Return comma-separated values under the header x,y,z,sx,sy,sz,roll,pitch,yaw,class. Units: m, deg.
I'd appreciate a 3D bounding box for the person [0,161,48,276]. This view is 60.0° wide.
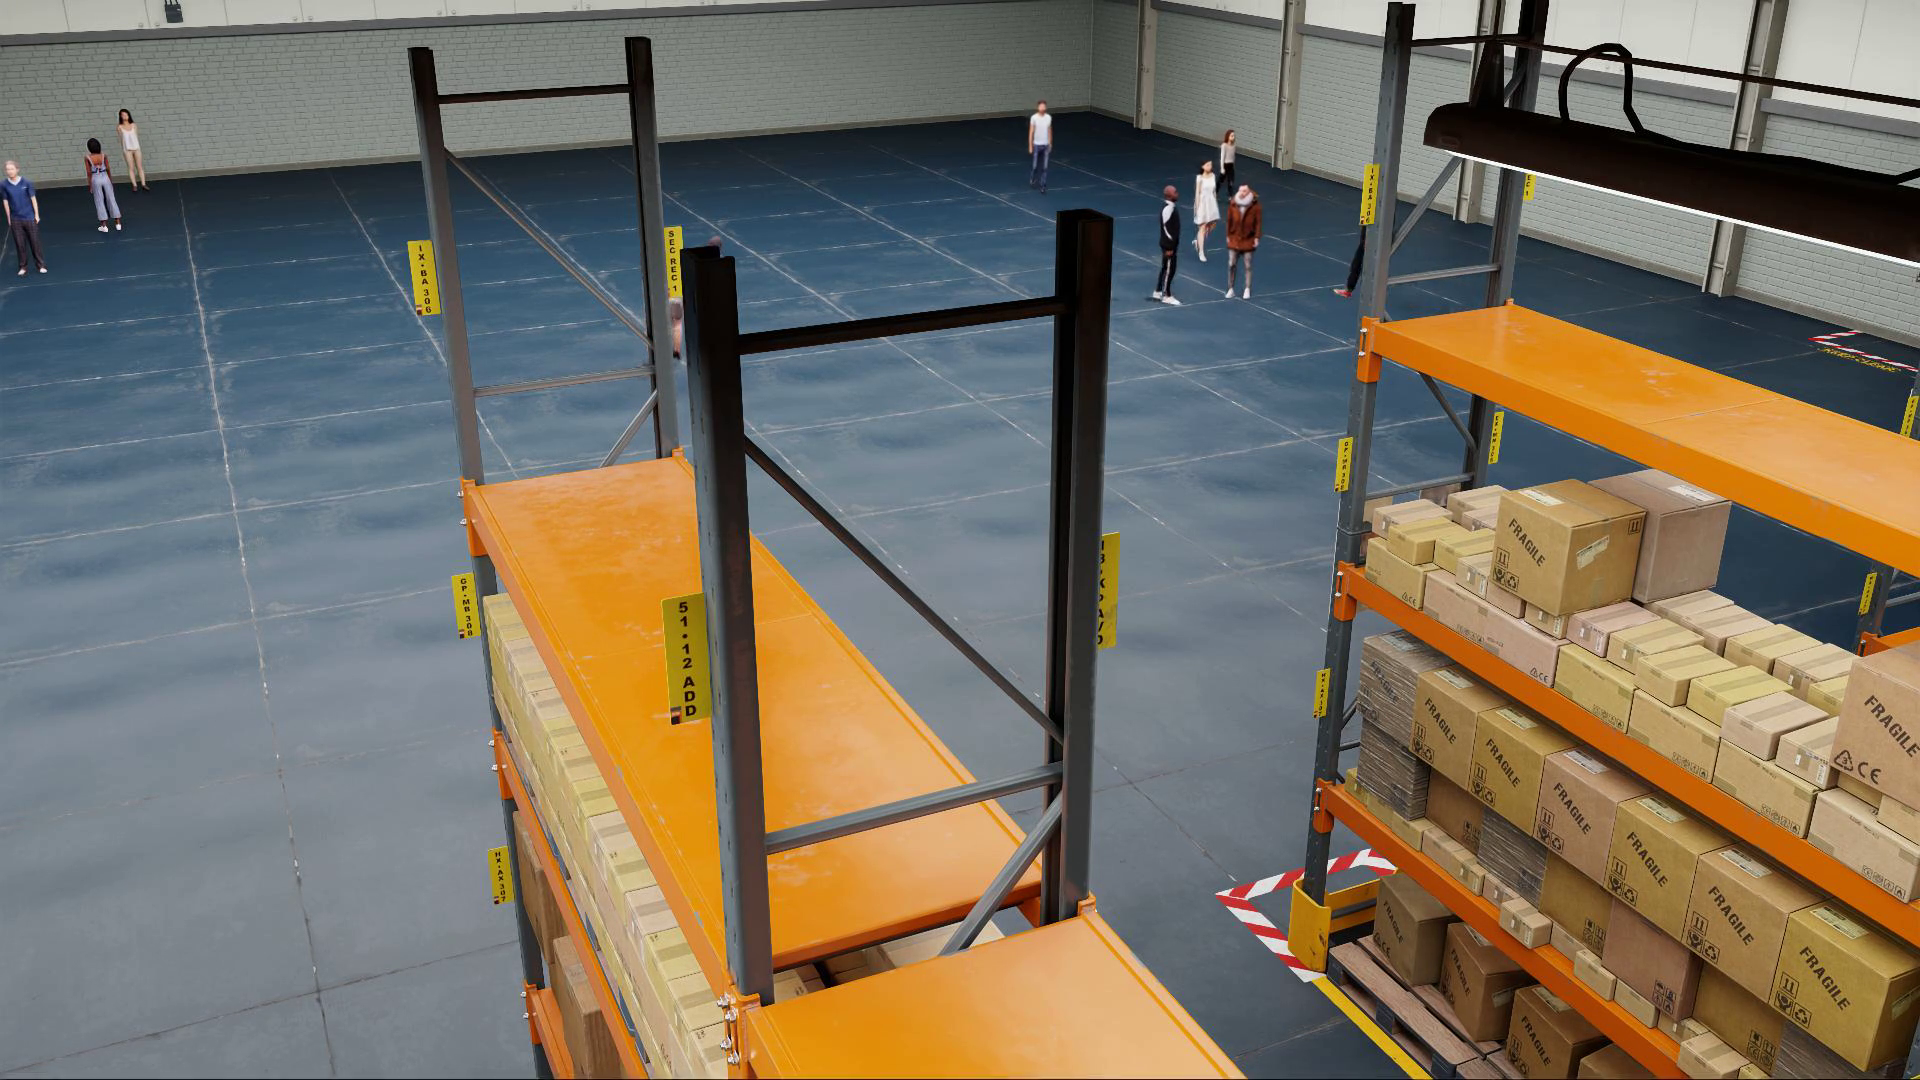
x,y,z,sx,sy,sz,roll,pitch,yaw,class
-15.573,-5.359,27.619,0.659,1.871,0.534,-10,25,-21,person

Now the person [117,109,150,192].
x,y,z,sx,sy,sz,roll,pitch,yaw,class
-17.016,-8.020,34.154,0.598,1.652,0.651,-16,28,-32,person

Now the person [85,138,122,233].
x,y,z,sx,sy,sz,roll,pitch,yaw,class
-15.820,-6.549,30.641,0.639,1.696,0.631,-21,31,-40,person

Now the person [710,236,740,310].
x,y,z,sx,sy,sz,roll,pitch,yaw,class
-3.333,-3.226,22.705,0.847,1.790,0.880,4,23,9,person

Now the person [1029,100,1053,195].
x,y,z,sx,sy,sz,roll,pitch,yaw,class
1.635,-8.033,33.937,0.813,1.847,1.094,-4,23,-9,person

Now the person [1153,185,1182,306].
x,y,z,sx,sy,sz,roll,pitch,yaw,class
3.226,-4.634,25.937,0.892,1.853,0.826,5,23,11,person

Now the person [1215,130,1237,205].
x,y,z,sx,sy,sz,roll,pitch,yaw,class
5.220,-7.348,32.837,0.563,1.446,0.985,-12,26,-25,person

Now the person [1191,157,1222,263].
x,y,z,sx,sy,sz,roll,pitch,yaw,class
4.142,-5.671,28.486,0.688,1.765,0.790,-14,27,-30,person

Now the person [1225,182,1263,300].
x,y,z,sx,sy,sz,roll,pitch,yaw,class
4.466,-4.716,26.155,0.857,1.833,0.910,7,24,16,person

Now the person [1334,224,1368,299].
x,y,z,sx,sy,sz,roll,pitch,yaw,class
6.463,-4.581,25.964,1.067,1.734,0.918,16,28,33,person
